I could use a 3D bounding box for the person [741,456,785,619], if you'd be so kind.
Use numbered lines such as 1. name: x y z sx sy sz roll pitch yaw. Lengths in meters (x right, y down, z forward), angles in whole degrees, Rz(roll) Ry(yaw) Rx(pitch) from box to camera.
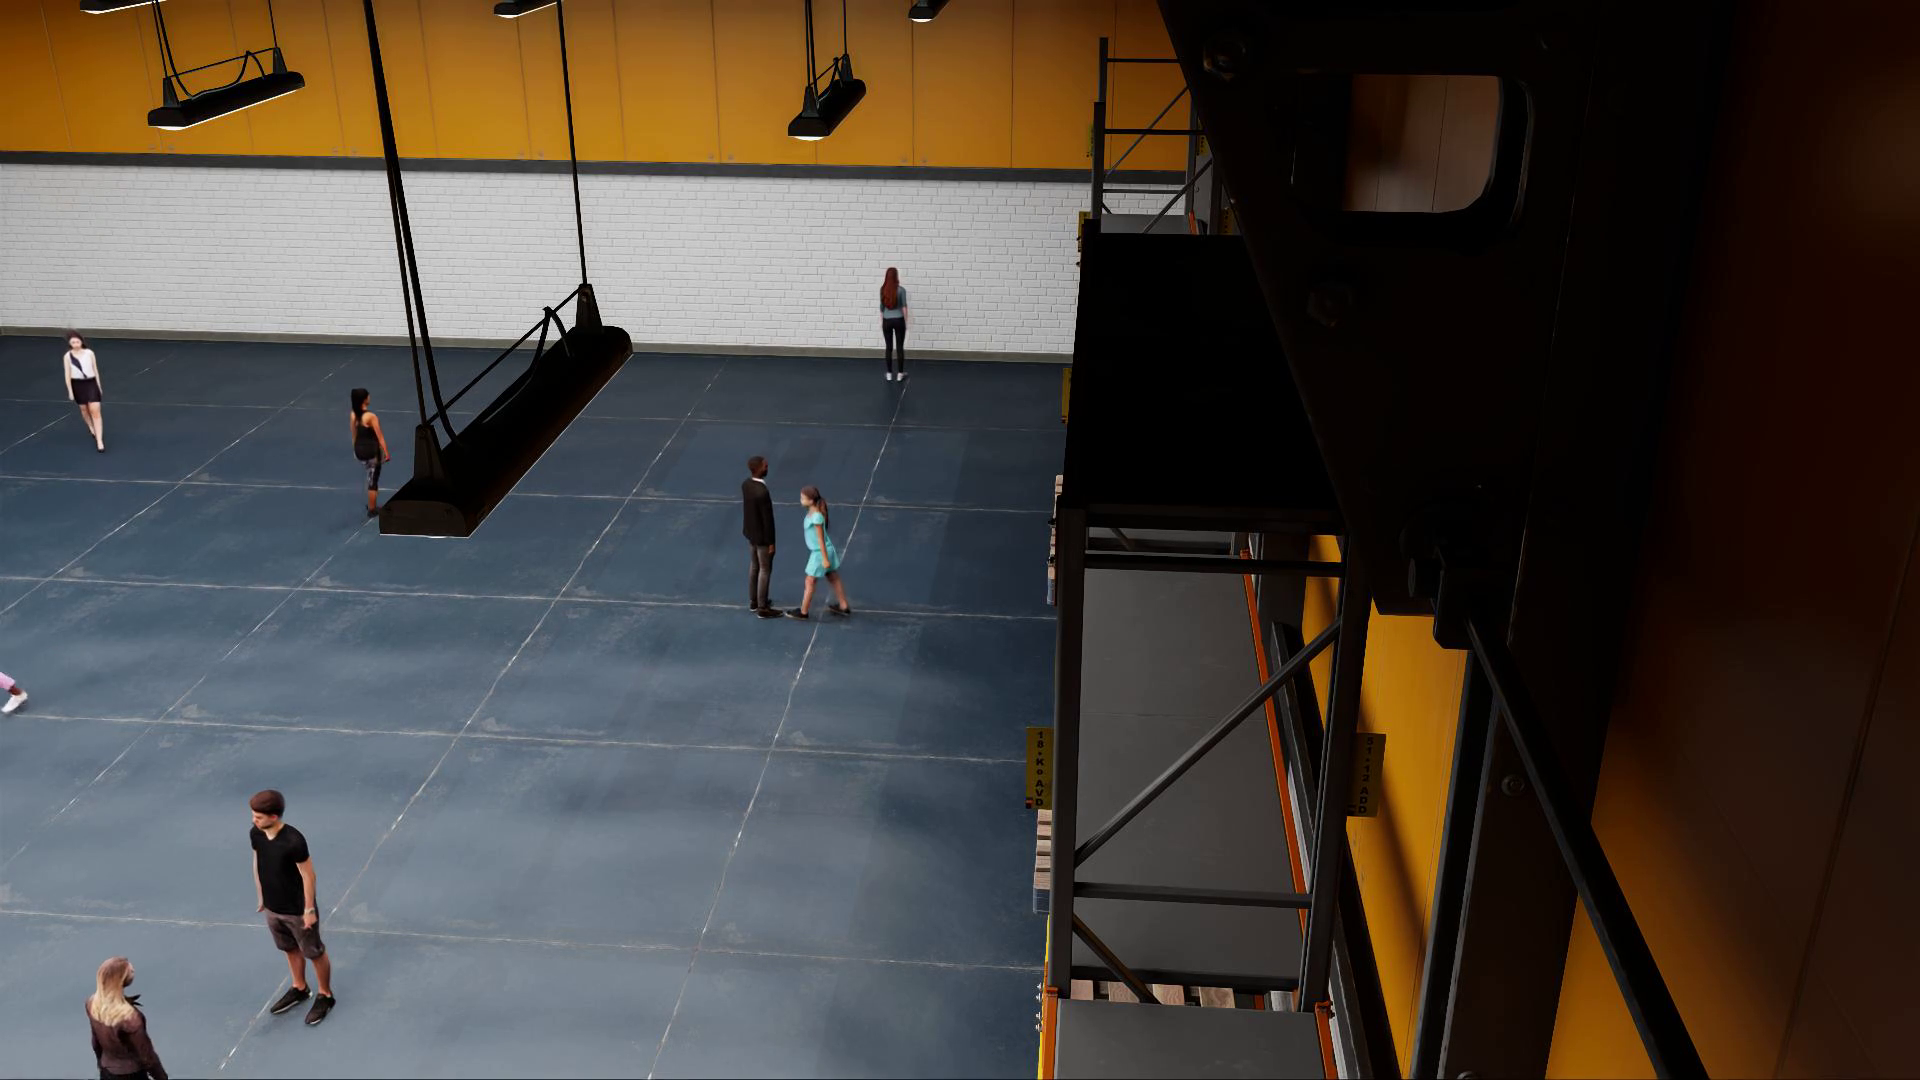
1. person: -2.150 -0.040 17.850 0.815 1.800 0.726 -14 27 -29

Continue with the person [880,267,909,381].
1. person: -1.010 -3.302 25.384 0.595 1.742 0.545 4 24 9

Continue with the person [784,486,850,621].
1. person: -1.433 0.146 17.768 0.700 1.525 0.882 0 24 -1

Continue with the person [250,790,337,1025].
1. person: -4.751 2.565 11.814 0.749 1.861 0.705 10 26 22

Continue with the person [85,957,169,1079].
1. person: -5.196 3.354 10.230 0.716 1.684 0.731 14 27 30

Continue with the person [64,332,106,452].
1. person: -11.932 -2.044 22.679 1.001 1.603 1.150 -14 27 -29

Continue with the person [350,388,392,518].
1. person: -7.296 -1.053 20.346 0.682 1.656 0.692 12 26 26
